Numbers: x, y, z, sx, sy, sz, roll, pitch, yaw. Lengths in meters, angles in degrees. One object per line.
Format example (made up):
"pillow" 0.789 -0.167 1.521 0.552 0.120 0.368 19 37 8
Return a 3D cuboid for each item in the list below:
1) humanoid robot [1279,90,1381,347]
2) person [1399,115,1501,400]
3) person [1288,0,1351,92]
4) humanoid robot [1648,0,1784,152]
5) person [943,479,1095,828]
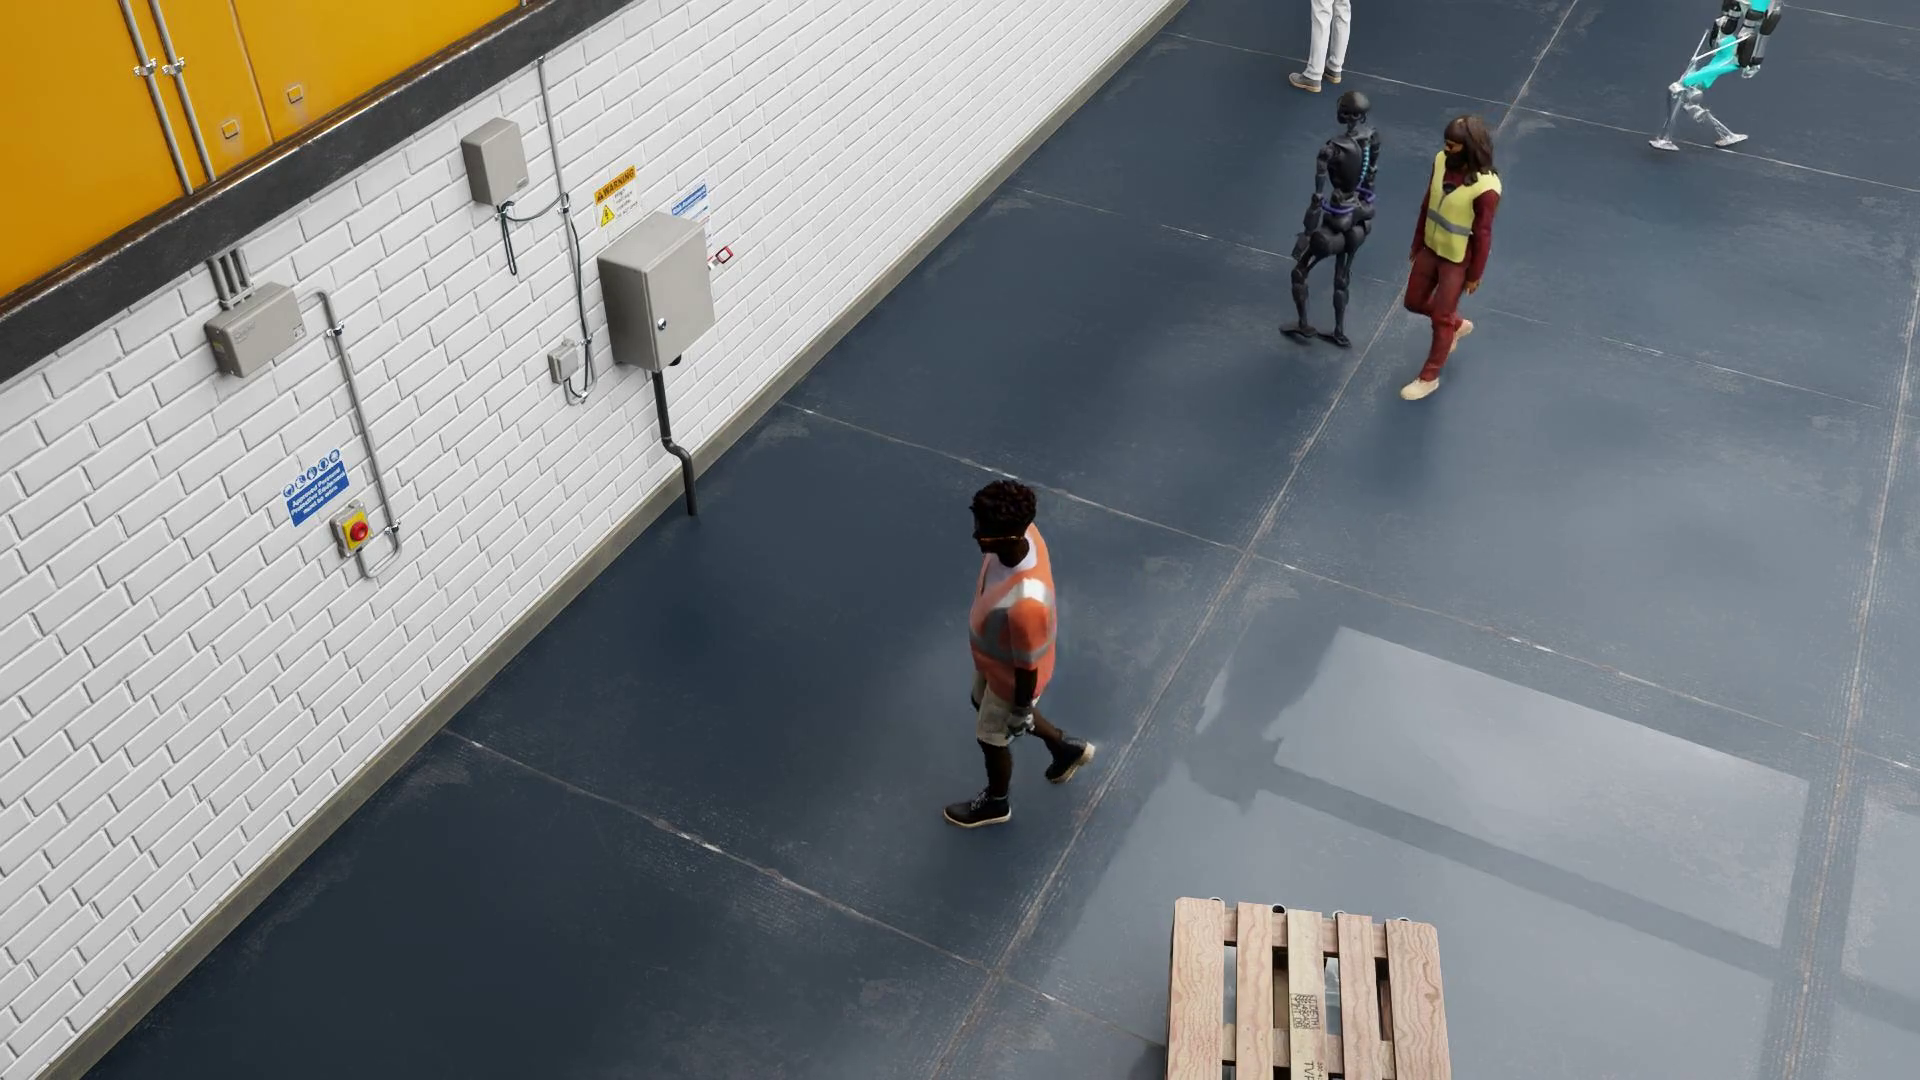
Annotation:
"humanoid robot" 2.262 -1.933 10.002 0.609 1.643 0.478 -28 48 -28
"person" 2.871 -1.655 9.618 0.527 1.758 0.514 -19 44 -21
"person" 2.836 -4.352 12.649 0.572 1.883 0.354 -26 47 -27
"humanoid robot" 5.355 -3.501 11.814 1.042 1.760 0.553 -9 42 -11
"person" 0.254 0.503 6.963 0.587 1.949 0.613 -2 41 -3
